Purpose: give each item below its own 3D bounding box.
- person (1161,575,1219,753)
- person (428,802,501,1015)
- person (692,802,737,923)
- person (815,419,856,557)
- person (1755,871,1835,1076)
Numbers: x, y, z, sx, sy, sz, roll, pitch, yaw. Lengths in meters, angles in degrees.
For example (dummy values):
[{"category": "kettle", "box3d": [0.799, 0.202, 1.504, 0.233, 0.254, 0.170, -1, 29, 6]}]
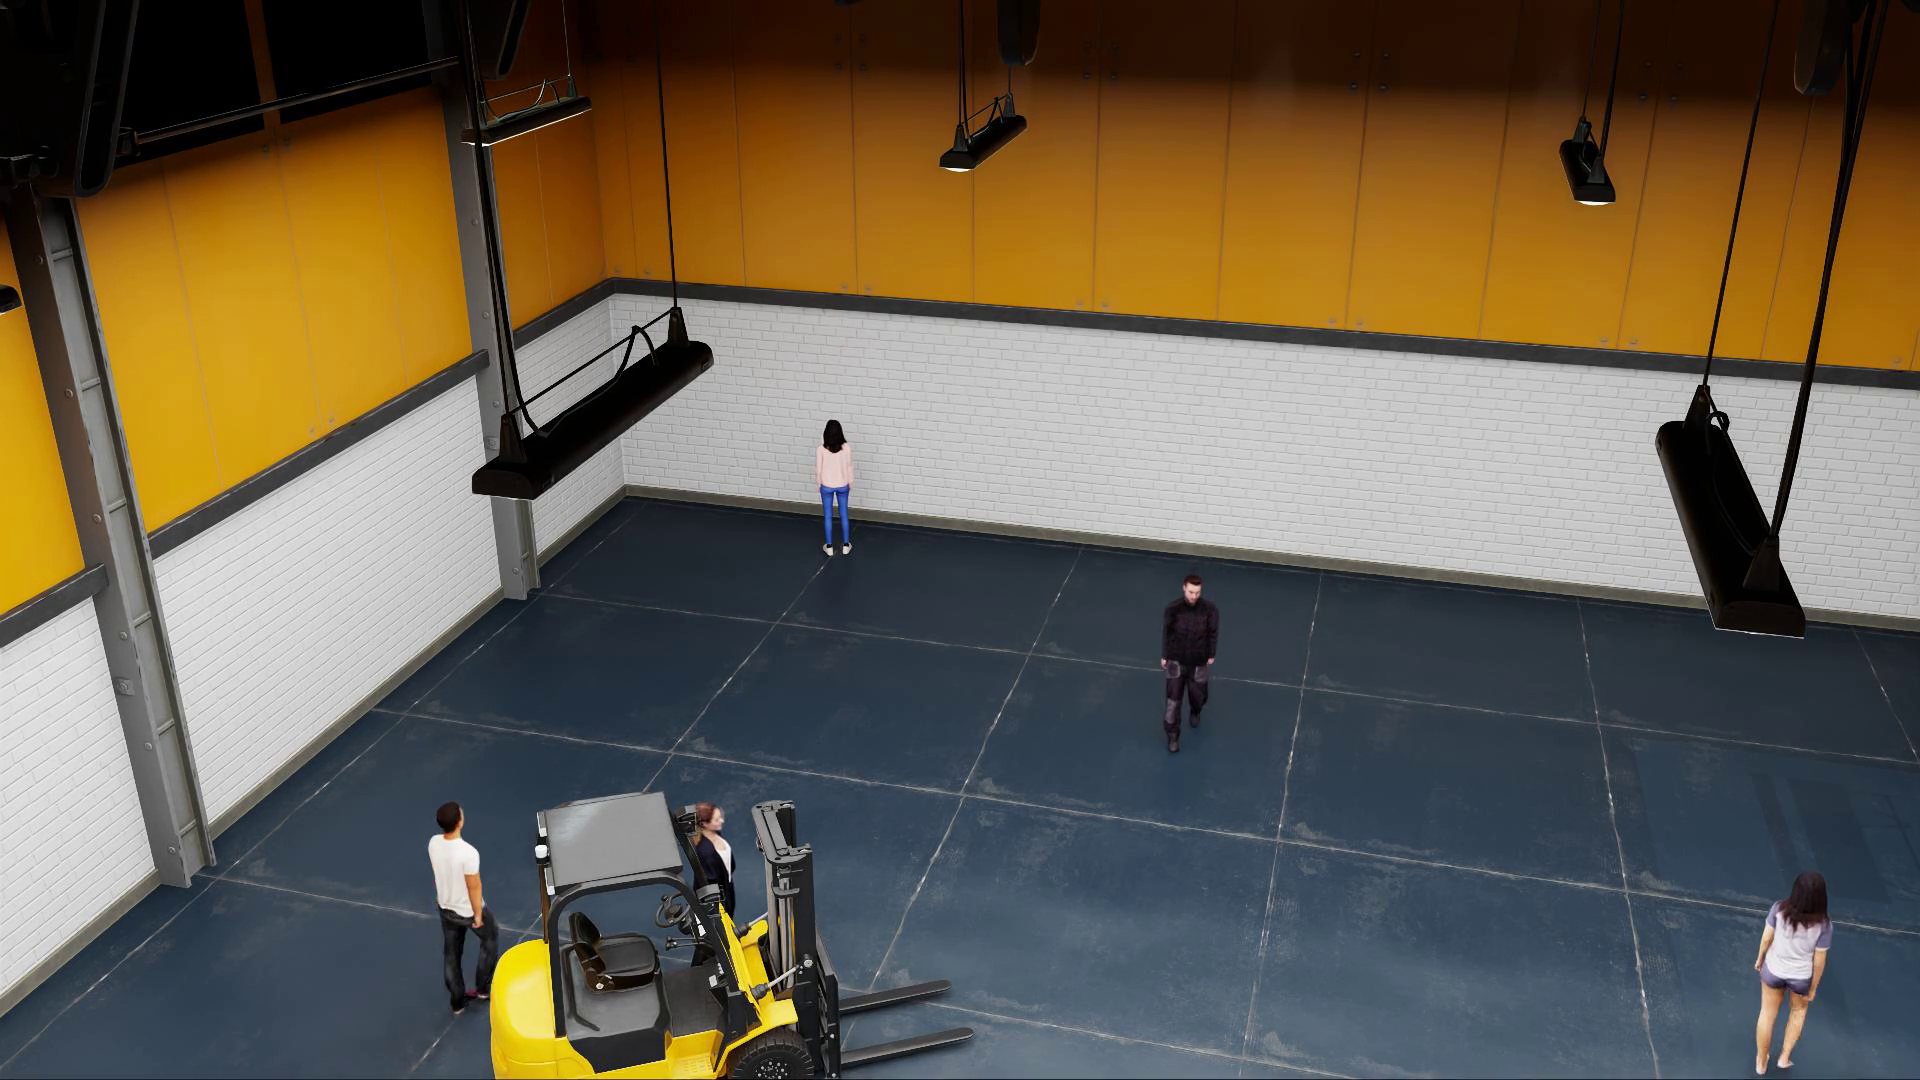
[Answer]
[{"category": "person", "box3d": [2.244, 1.154, 16.438, 0.763, 1.890, 0.935, 4, 24, 8]}, {"category": "person", "box3d": [-3.867, 2.847, 12.693, 0.665, 1.788, 0.714, 8, 25, 18]}, {"category": "person", "box3d": [-1.934, 2.773, 12.992, 0.751, 1.683, 0.590, 0, 24, -1]}, {"category": "person", "box3d": [-1.561, -0.660, 20.738, 0.723, 1.769, 0.688, -3, 24, -7]}, {"category": "person", "box3d": [5.971, 3.176, 12.019, 0.653, 1.723, 0.653, 13, 27, 28]}]
